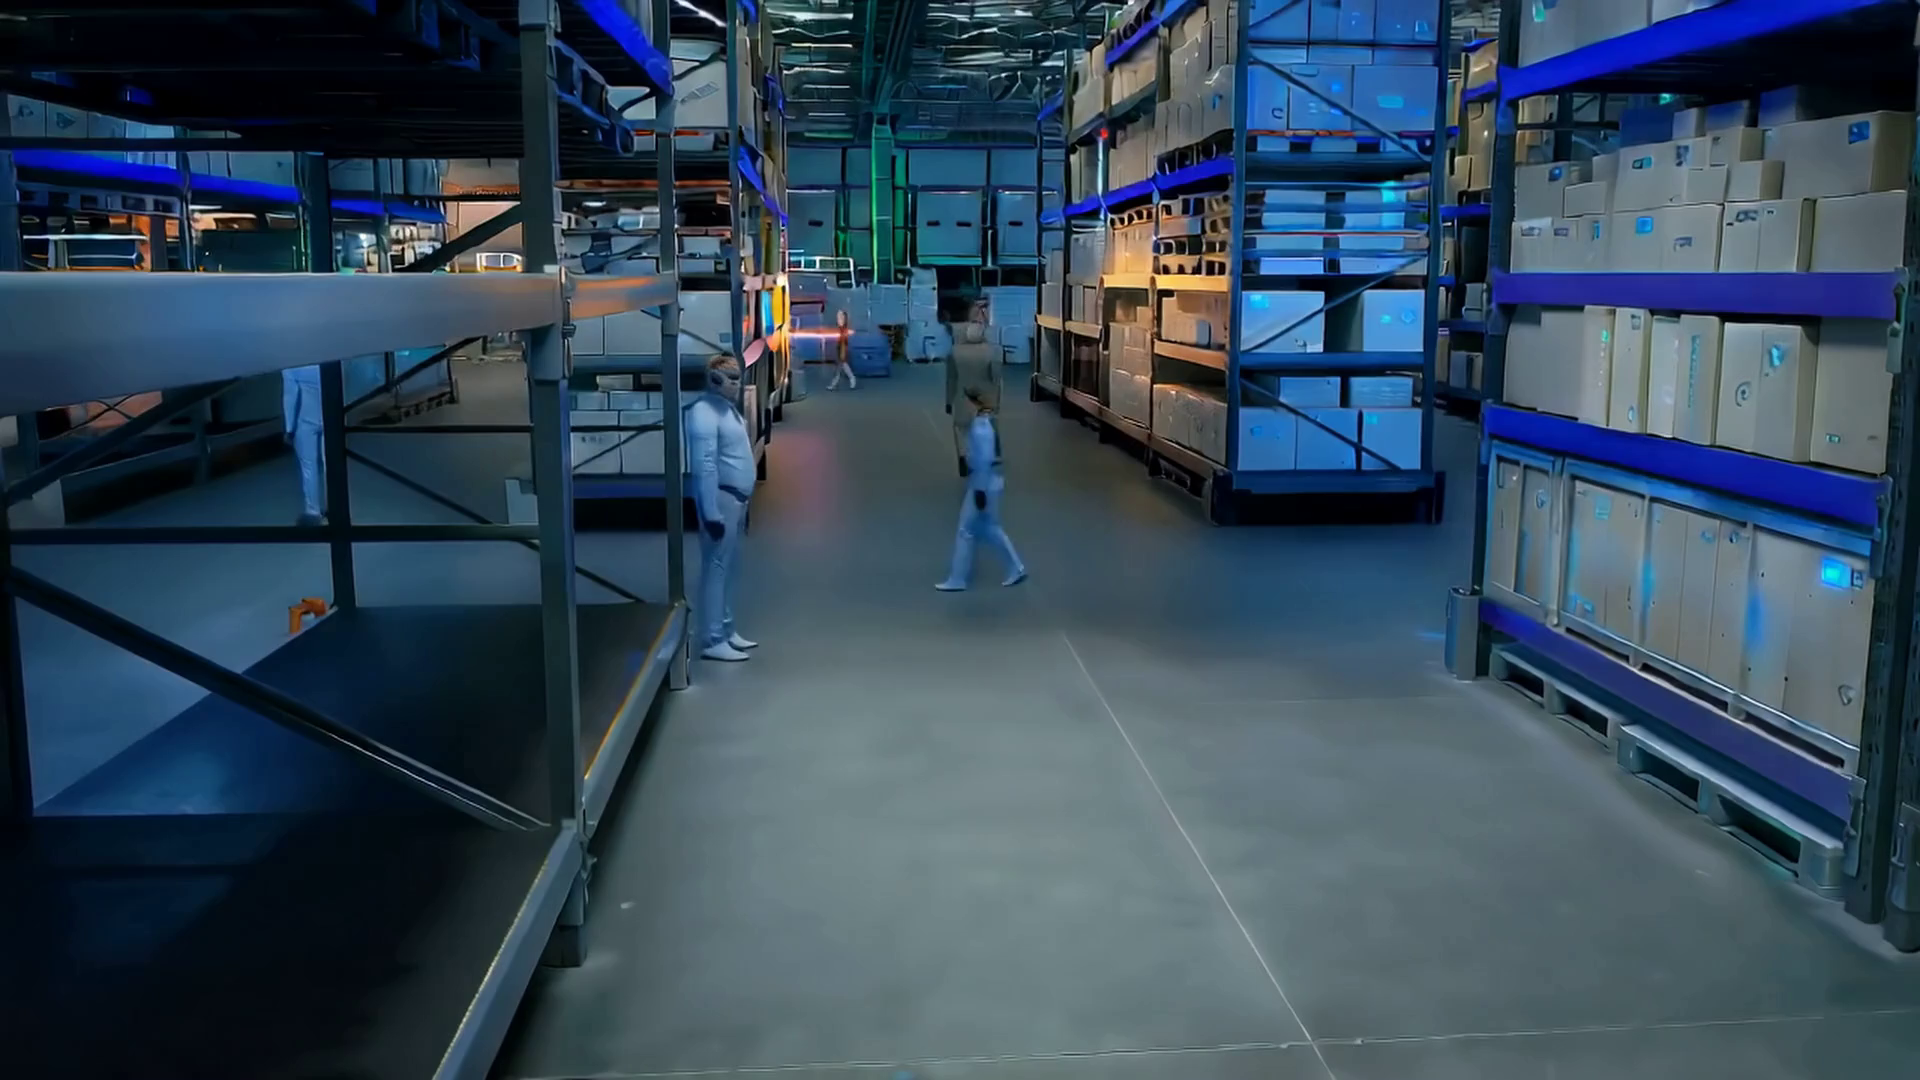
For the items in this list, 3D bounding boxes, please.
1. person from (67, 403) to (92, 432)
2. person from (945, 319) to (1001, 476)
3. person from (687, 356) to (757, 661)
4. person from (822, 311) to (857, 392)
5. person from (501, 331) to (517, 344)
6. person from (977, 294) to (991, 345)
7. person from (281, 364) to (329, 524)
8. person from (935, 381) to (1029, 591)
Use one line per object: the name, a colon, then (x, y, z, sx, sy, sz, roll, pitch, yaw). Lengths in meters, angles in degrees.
person: (-13.401, -2.410, 25.080, 0.591, 1.658, 0.560, -7, 12, -39)
person: (0.157, -1.640, 19.514, 0.666, 1.889, 0.594, 0, 9, -1)
person: (-1.476, -0.204, 10.466, 0.403, 1.904, 0.651, 1, 9, 5)
person: (-2.506, -3.880, 34.265, 0.795, 1.661, 0.553, -1, 9, -9)
person: (-15.578, -7.552, 57.180, 0.701, 1.720, 0.501, -1, 9, -6)
person: (0.541, -5.404, 43.092, 0.746, 1.915, 0.553, -2, 9, -10)
person: (-6.285, -1.129, 16.164, 0.354, 1.937, 0.635, 6, 11, 33)
person: (0.183, -0.409, 12.667, 0.675, 1.610, 0.530, 2, 9, 11)
